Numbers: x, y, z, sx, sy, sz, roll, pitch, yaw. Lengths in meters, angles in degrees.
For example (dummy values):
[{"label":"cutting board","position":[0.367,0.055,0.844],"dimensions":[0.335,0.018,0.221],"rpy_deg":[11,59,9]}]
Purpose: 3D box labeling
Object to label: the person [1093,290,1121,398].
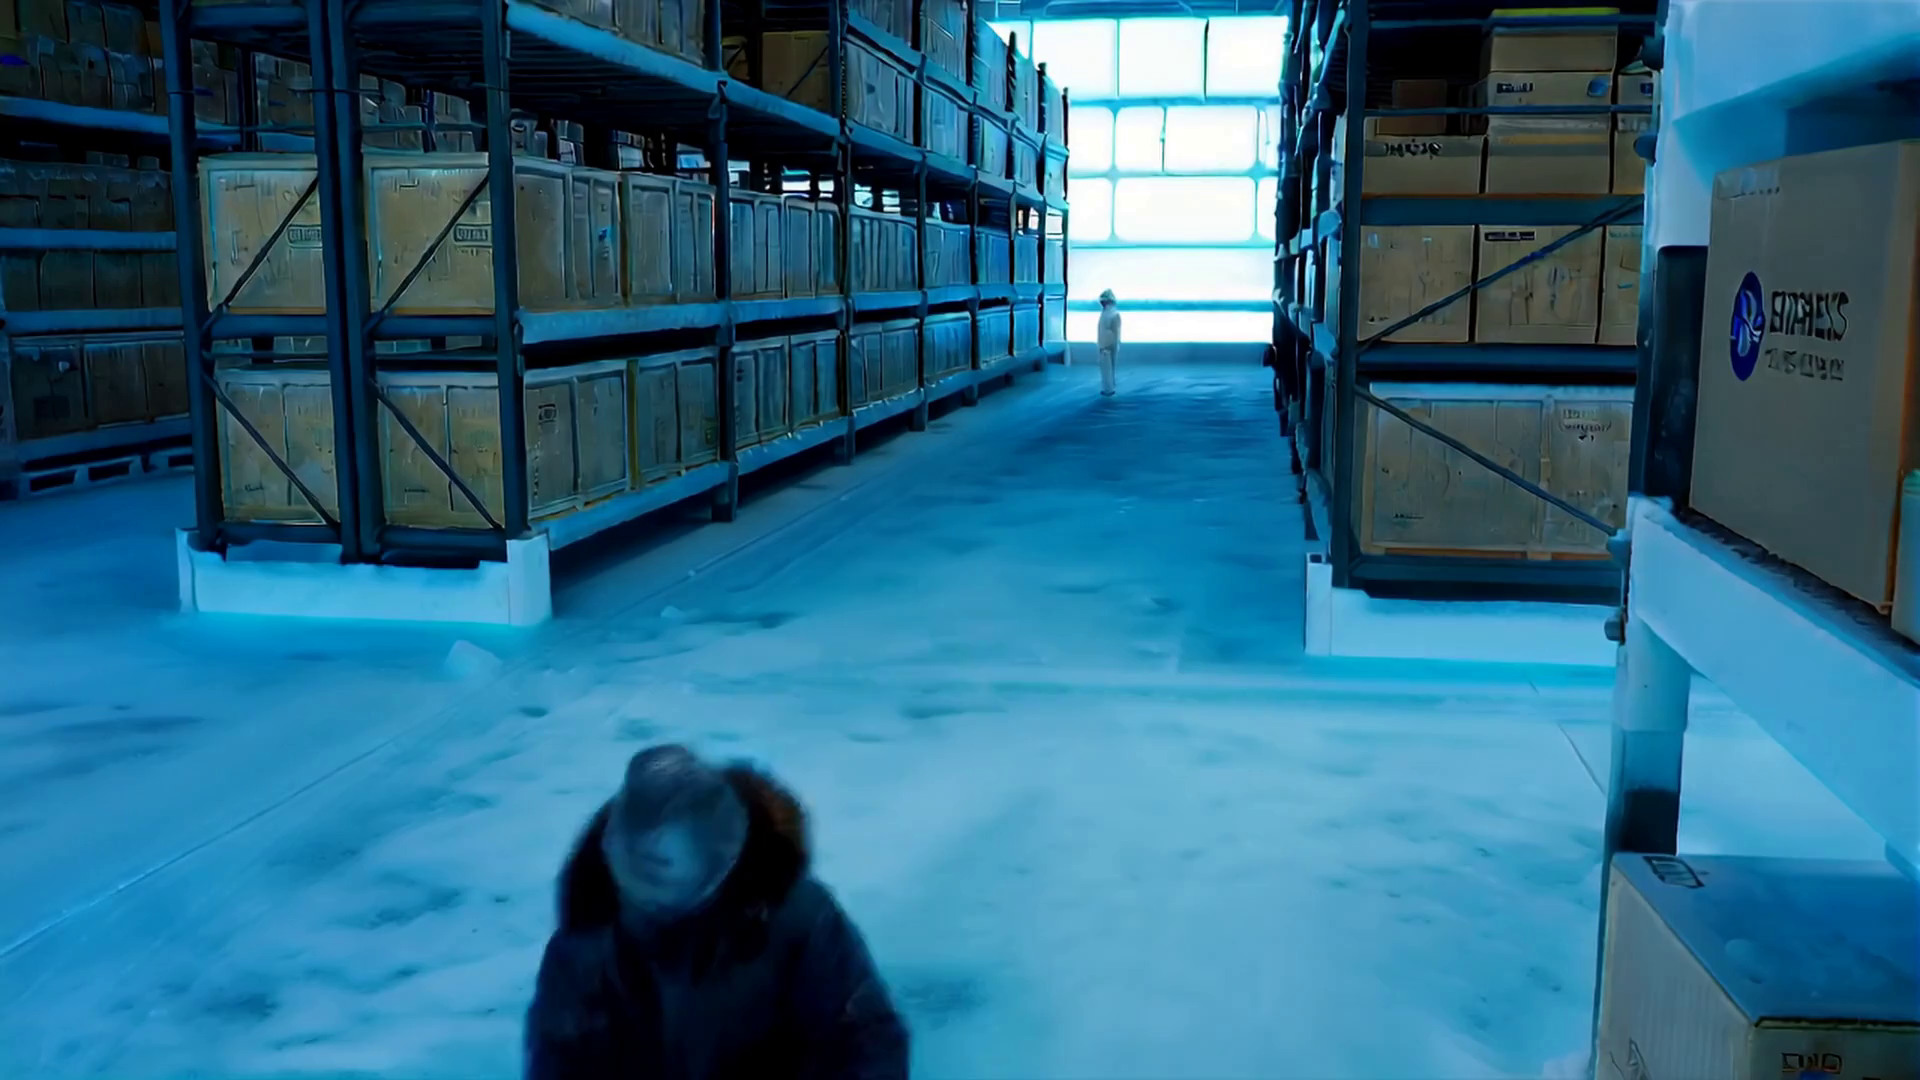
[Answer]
[{"label":"person","position":[2.376,-3.154,26.780],"dimensions":[0.323,1.739,0.489],"rpy_deg":[-7,11,-37]}]
